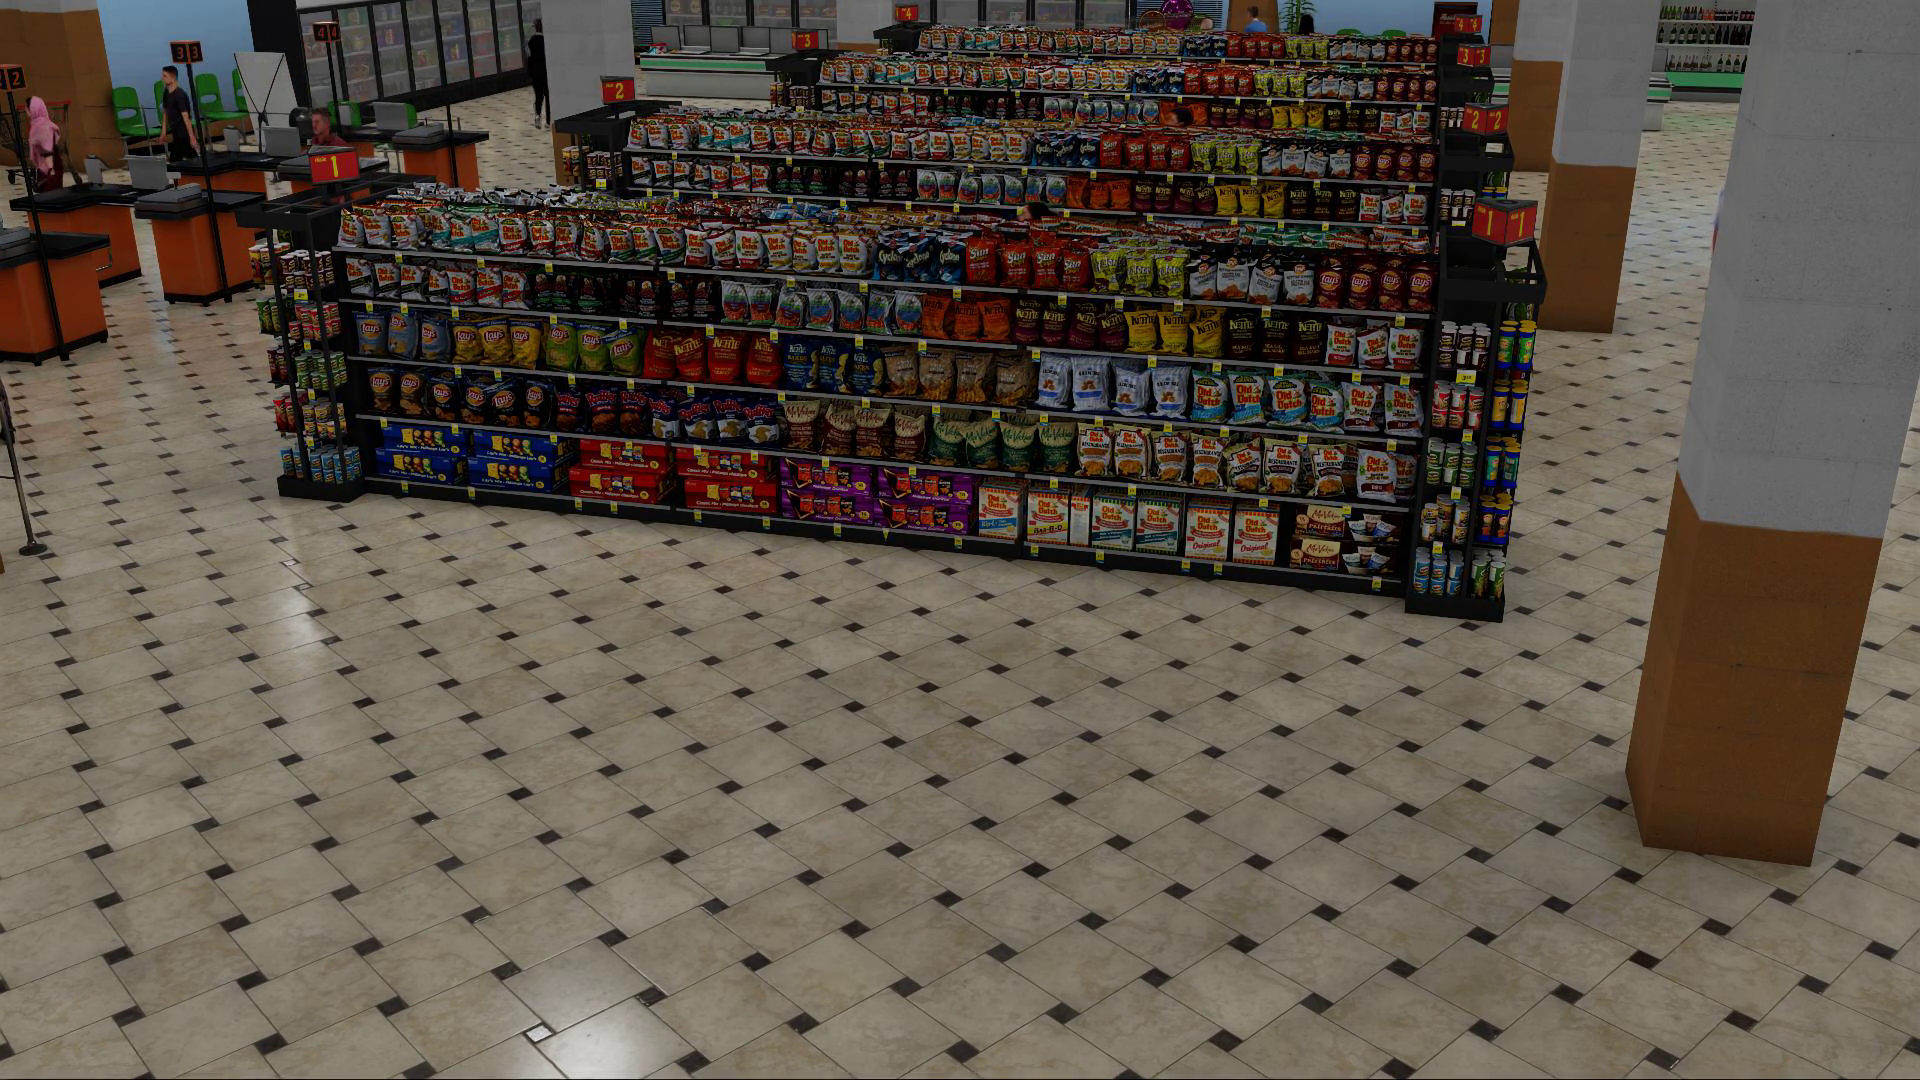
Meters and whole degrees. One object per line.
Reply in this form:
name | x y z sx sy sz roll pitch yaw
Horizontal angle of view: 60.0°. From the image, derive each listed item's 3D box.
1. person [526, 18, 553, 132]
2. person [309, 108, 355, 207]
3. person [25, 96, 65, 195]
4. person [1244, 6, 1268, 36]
person | -6.976 -7.720 27.646 0.676 1.816 0.779 3 22 8
person | -6.457 -3.570 17.350 1.137 1.792 0.955 12 25 27
person | -10.702 -4.420 19.687 0.858 1.627 0.794 -14 26 -31
person | 5.466 -8.845 30.487 0.852 1.784 0.906 -12 25 -28
